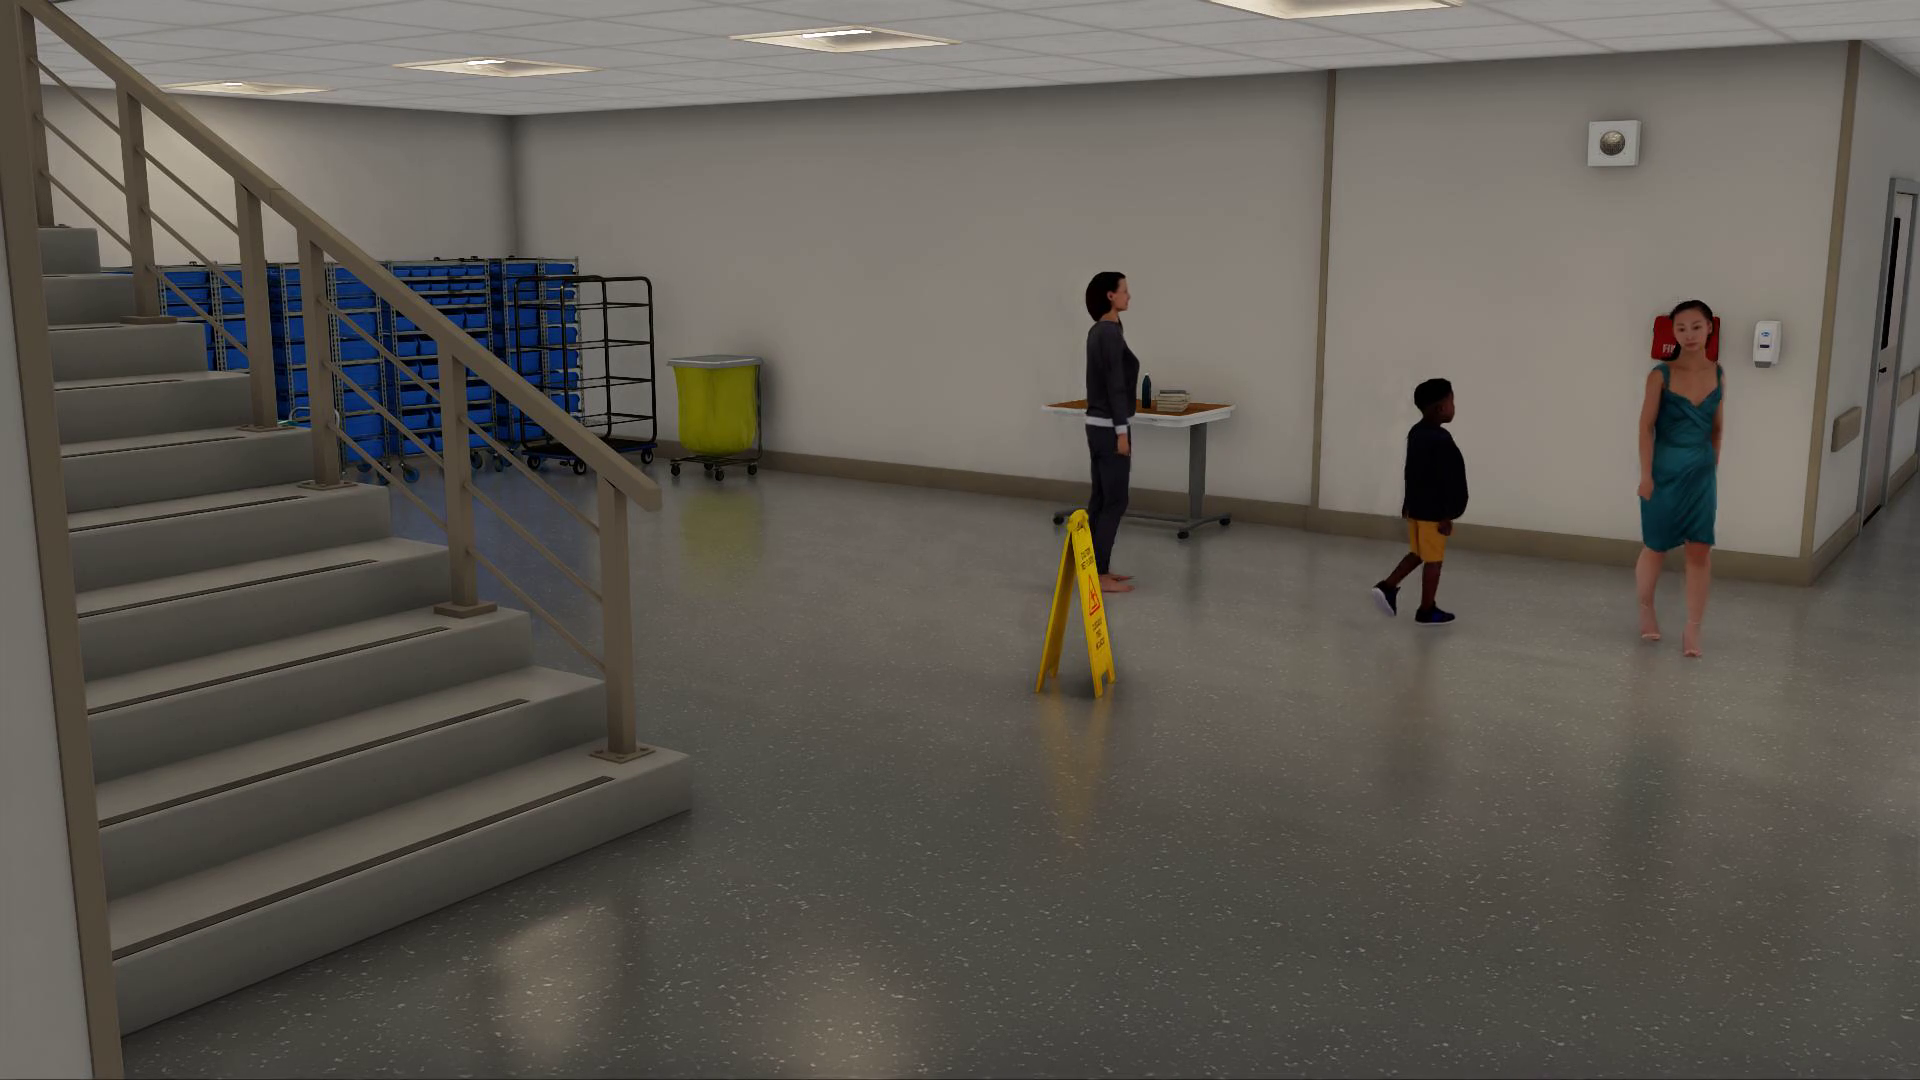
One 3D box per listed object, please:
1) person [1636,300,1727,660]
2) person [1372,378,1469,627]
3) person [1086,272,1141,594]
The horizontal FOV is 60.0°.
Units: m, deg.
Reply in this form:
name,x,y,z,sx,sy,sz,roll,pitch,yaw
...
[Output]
name,x,y,z,sx,sy,sz,roll,pitch,yaw
person,3.364,-0.275,7.833,0.929,1.646,0.894,0,11,-1
person,2.305,-0.182,8.376,0.769,1.261,0.721,-3,11,-16
person,0.817,-0.613,9.287,0.755,1.768,0.689,-2,11,-11
